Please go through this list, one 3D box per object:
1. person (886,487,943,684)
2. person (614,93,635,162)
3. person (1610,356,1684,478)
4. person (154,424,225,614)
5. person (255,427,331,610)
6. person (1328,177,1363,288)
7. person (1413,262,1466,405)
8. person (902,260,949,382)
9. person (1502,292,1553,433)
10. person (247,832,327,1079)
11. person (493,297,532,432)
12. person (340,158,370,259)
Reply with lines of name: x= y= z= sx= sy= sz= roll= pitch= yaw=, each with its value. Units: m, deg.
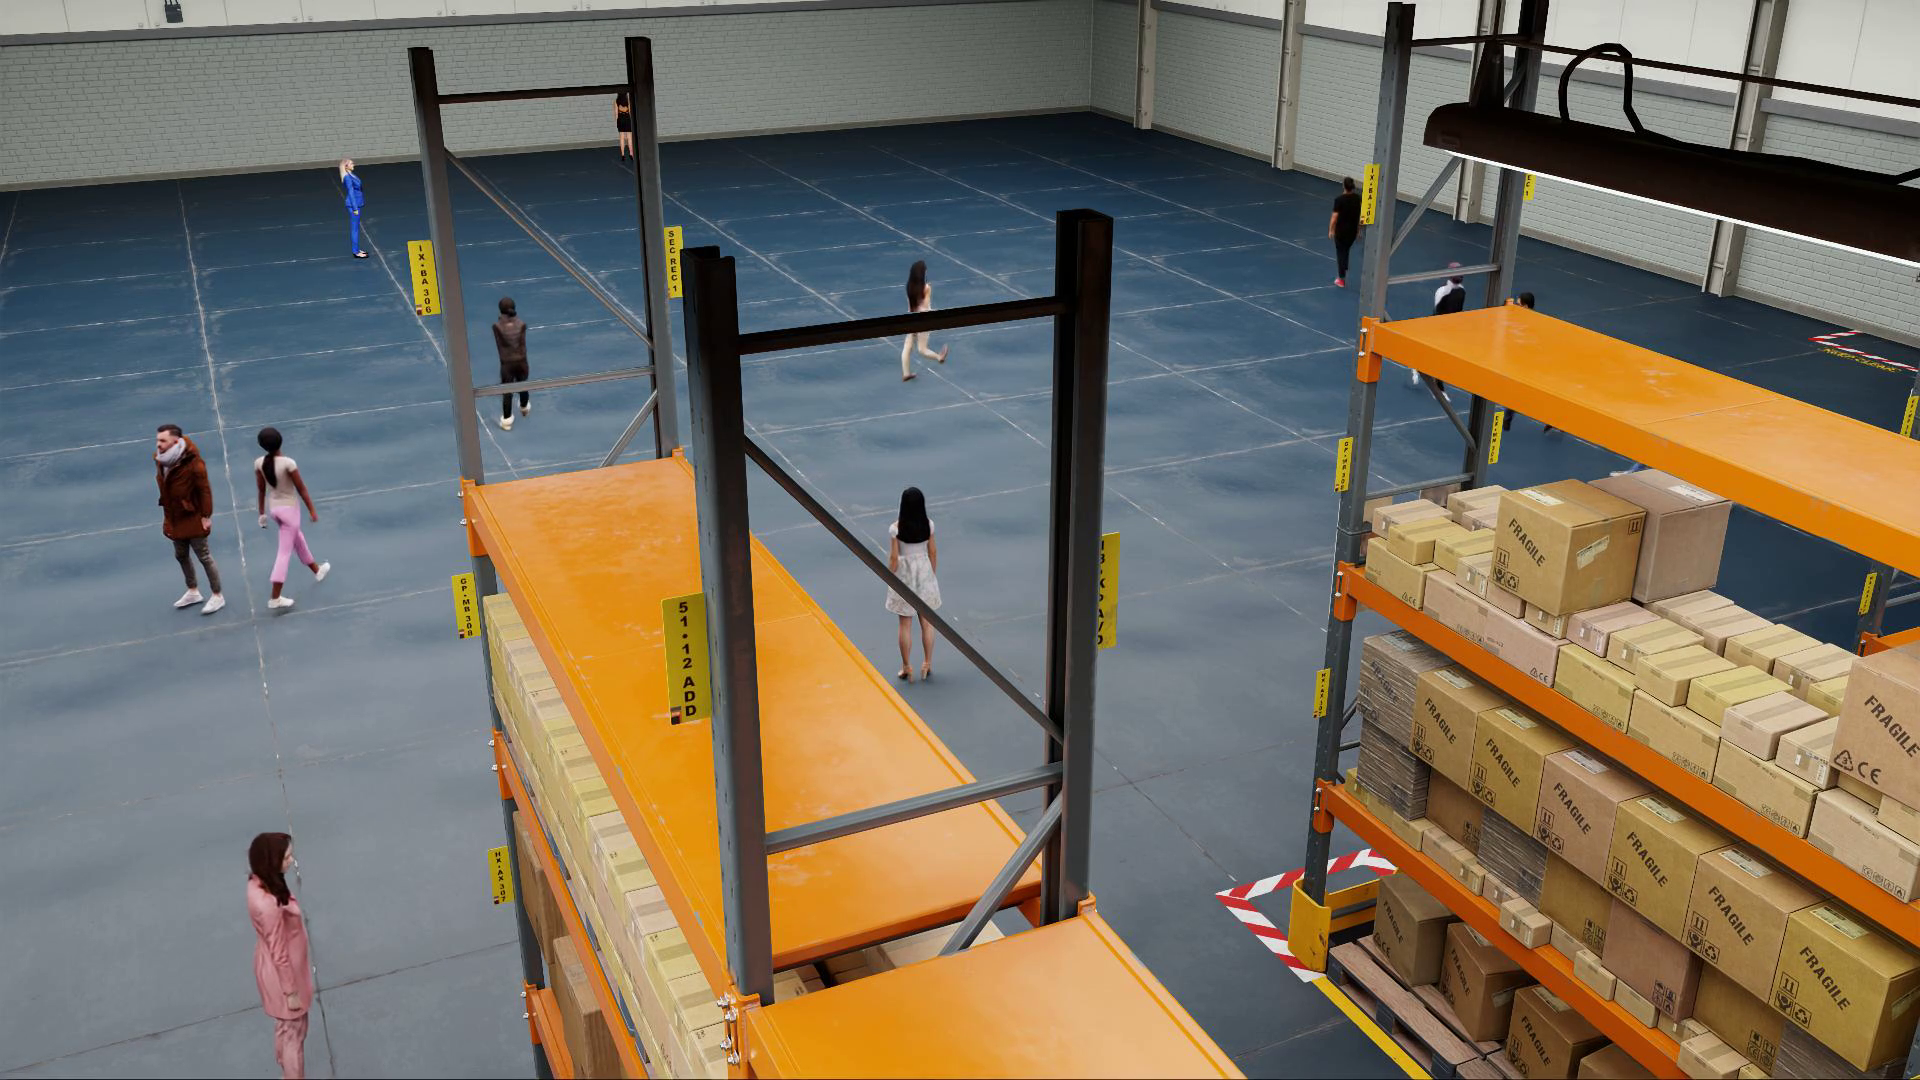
person: x=-0.396 y=0.378 z=14.249 sx=0.682 sy=1.775 sz=0.674 roll=-7 pitch=24 yaw=-15
person: x=-7.515 y=-9.332 z=37.246 sx=0.630 sy=1.648 sz=0.595 roll=-2 pitch=23 yaw=-4
person: x=7.760 y=-1.179 z=18.135 sx=1.157 sy=1.601 sz=0.961 roll=17 pitch=28 yaw=34
person: x=-7.235 y=-0.216 z=15.567 sx=0.848 sy=1.837 sz=0.908 roll=8 pitch=24 yaw=18
person: x=-6.404 y=-0.168 z=15.653 sx=1.145 sy=1.682 sz=1.211 roll=9 pitch=24 yaw=19
person: x=6.250 y=-4.940 z=26.798 sx=0.727 sy=1.742 sz=0.769 roll=-6 pitch=24 yaw=-14
person: x=6.189 y=-2.708 z=21.473 sx=0.769 sy=1.802 sz=1.060 roll=-14 pitch=27 yaw=-30
person: x=-0.503 y=-2.942 z=22.219 sx=0.829 sy=1.647 sz=0.838 roll=-4 pitch=23 yaw=-9
person: x=6.907 y=-2.097 z=20.106 sx=1.143 sy=1.747 sz=1.057 roll=10 pitch=25 yaw=22
person: x=-3.812 y=2.443 z=9.361 sx=0.672 sy=1.800 sz=0.470 roll=-11 pitch=26 yaw=-25
person: x=-5.509 y=-2.190 z=20.437 sx=0.723 sy=1.659 sz=0.590 roll=-10 pitch=25 yaw=-23
person: x=-10.493 y=-5.749 z=28.753 sx=0.706 sy=1.700 sz=0.510 roll=-8 pitch=24 yaw=-18
